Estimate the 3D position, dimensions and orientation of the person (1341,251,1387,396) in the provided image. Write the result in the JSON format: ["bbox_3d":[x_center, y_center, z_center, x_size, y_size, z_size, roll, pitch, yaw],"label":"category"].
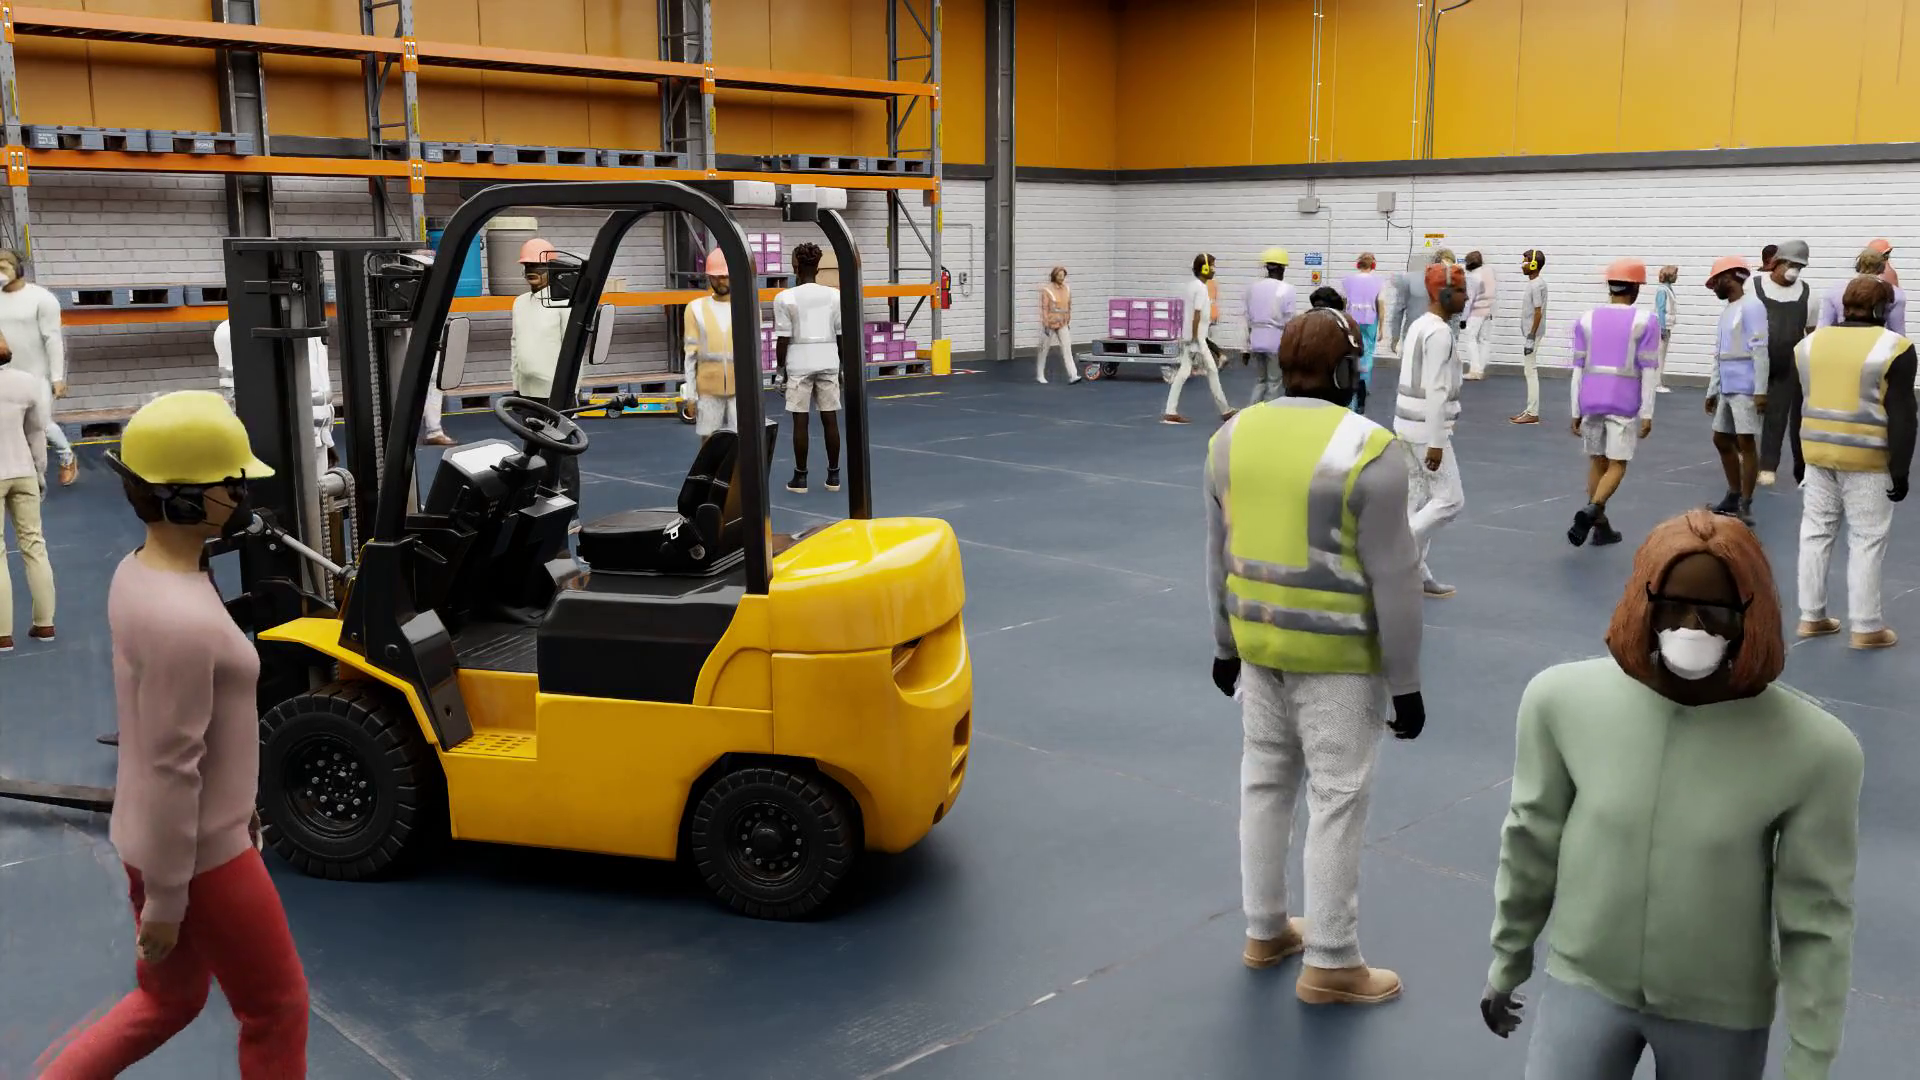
[{"bbox_3d":[5.020,-2.689,20.808,0.575,1.824,0.712,5,11,24],"label":"person"}]

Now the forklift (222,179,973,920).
[{"bbox_3d":[-1.114,-0.058,5.440,2.313,2.155,1.214,2,11,13],"label":"forklift"}]

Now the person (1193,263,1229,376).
[{"bbox_3d":[3.559,-3.179,23.863,0.487,1.676,0.542,7,13,34],"label":"person"}]

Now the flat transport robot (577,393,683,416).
[{"bbox_3d":[-3.561,-1.532,18.728,1.431,0.197,0.652,-2,11,-9],"label":"flat transport robot"}]

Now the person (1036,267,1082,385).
[{"bbox_3d":[1.320,-2.898,22.573,0.552,1.586,0.874,-7,12,-32],"label":"person"}]

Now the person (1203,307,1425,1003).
[{"bbox_3d":[0.952,0.310,4.455,0.429,1.839,0.667,-8,13,-38],"label":"person"}]

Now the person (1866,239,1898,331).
[{"bbox_3d":[10.744,-2.509,19.419,0.550,1.970,0.740,9,14,41],"label":"person"}]

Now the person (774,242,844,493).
[{"bbox_3d":[-1.174,-1.352,13.115,0.601,1.967,0.367,-4,11,-20],"label":"person"}]

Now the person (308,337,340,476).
[{"bbox_3d":[-3.463,-0.506,8.731,0.337,1.882,0.584,2,11,8],"label":"person"}]

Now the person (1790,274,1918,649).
[{"bbox_3d":[4.397,-0.382,8.205,0.428,1.834,0.642,-6,12,-29],"label":"person"}]

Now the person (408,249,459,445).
[{"bbox_3d":[-5.172,-1.846,16.015,0.535,1.890,0.662,-2,11,-8],"label":"person"}]

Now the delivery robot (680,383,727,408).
[{"bbox_3d":[-2.650,-1.585,17.985,0.707,0.478,0.477,0,10,2],"label":"delivery robot"}]

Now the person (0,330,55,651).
[{"bbox_3d":[-4.707,-0.272,8.139,0.287,1.633,0.497,6,12,29],"label":"person"}]

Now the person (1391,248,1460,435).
[{"bbox_3d":[4.720,-1.992,16.845,0.702,1.899,0.387,3,11,14],"label":"person"}]

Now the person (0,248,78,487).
[{"bbox_3d":[-7.153,-1.268,12.774,0.640,1.924,0.607,1,10,3],"label":"person"}]

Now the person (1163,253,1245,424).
[{"bbox_3d":[2.629,-2.141,17.841,0.966,1.808,0.549,-1,10,-8],"label":"person"}]

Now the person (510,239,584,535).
[{"bbox_3d":[-2.811,-1.026,11.252,0.622,1.996,0.368,7,12,33],"label":"person"}]

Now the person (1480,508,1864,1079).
[{"bbox_3d":[1.082,0.748,2.595,0.528,1.616,0.423,6,12,28],"label":"person"}]

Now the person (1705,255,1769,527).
[{"bbox_3d":[5.490,-1.049,11.721,0.372,1.888,0.702,0,10,0],"label":"person"}]

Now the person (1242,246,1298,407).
[{"bbox_3d":[3.028,-1.881,16.143,0.407,1.910,0.600,-9,14,-40],"label":"person"}]

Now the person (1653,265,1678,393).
[{"bbox_3d":[9.090,-2.726,21.501,0.311,1.638,0.520,7,12,32],"label":"person"}]

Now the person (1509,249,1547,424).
[{"bbox_3d":[6.136,-2.183,17.915,0.316,1.870,0.532,4,11,19],"label":"person"}]

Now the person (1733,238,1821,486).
[{"bbox_3d":[6.651,-1.492,13.681,0.698,2.000,0.789,3,11,17],"label":"person"}]

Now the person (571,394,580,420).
[{"bbox_3d":[-4.371,-2.175,18.193,0.537,1.753,0.372,-2,11,-9],"label":"person"}]

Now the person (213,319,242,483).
[{"bbox_3d":[-3.699,-0.578,8.975,0.355,1.938,0.545,6,12,28],"label":"person"}]

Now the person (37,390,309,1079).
[{"bbox_3d":[-1.547,0.582,3.176,0.746,1.741,0.518,-7,13,-35],"label":"person"}]

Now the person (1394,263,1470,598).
[{"bbox_3d":[2.569,-0.582,9.183,0.442,1.869,0.598,0,10,3],"label":"person"}]

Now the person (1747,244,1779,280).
[{"bbox_3d":[9.508,-2.525,19.667,0.587,1.913,0.393,9,14,41],"label":"person"}]

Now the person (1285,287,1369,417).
[{"bbox_3d":[2.375,-0.824,11.013,0.552,1.671,0.684,7,12,33],"label":"person"}]

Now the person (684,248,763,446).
[{"bbox_3d":[-1.642,-1.059,11.608,0.551,1.935,0.378,-2,11,-10],"label":"person"}]

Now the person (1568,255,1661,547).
[{"bbox_3d":[4.125,-0.859,10.607,0.555,1.910,0.801,9,14,41],"label":"person"}]

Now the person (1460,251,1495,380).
[{"bbox_3d":[7.266,-3.146,23.370,0.688,1.808,0.432,-9,14,-42],"label":"person"}]

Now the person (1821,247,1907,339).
[{"bbox_3d":[7.905,-1.587,14.554,0.667,1.904,0.852,9,13,39],"label":"person"}]
